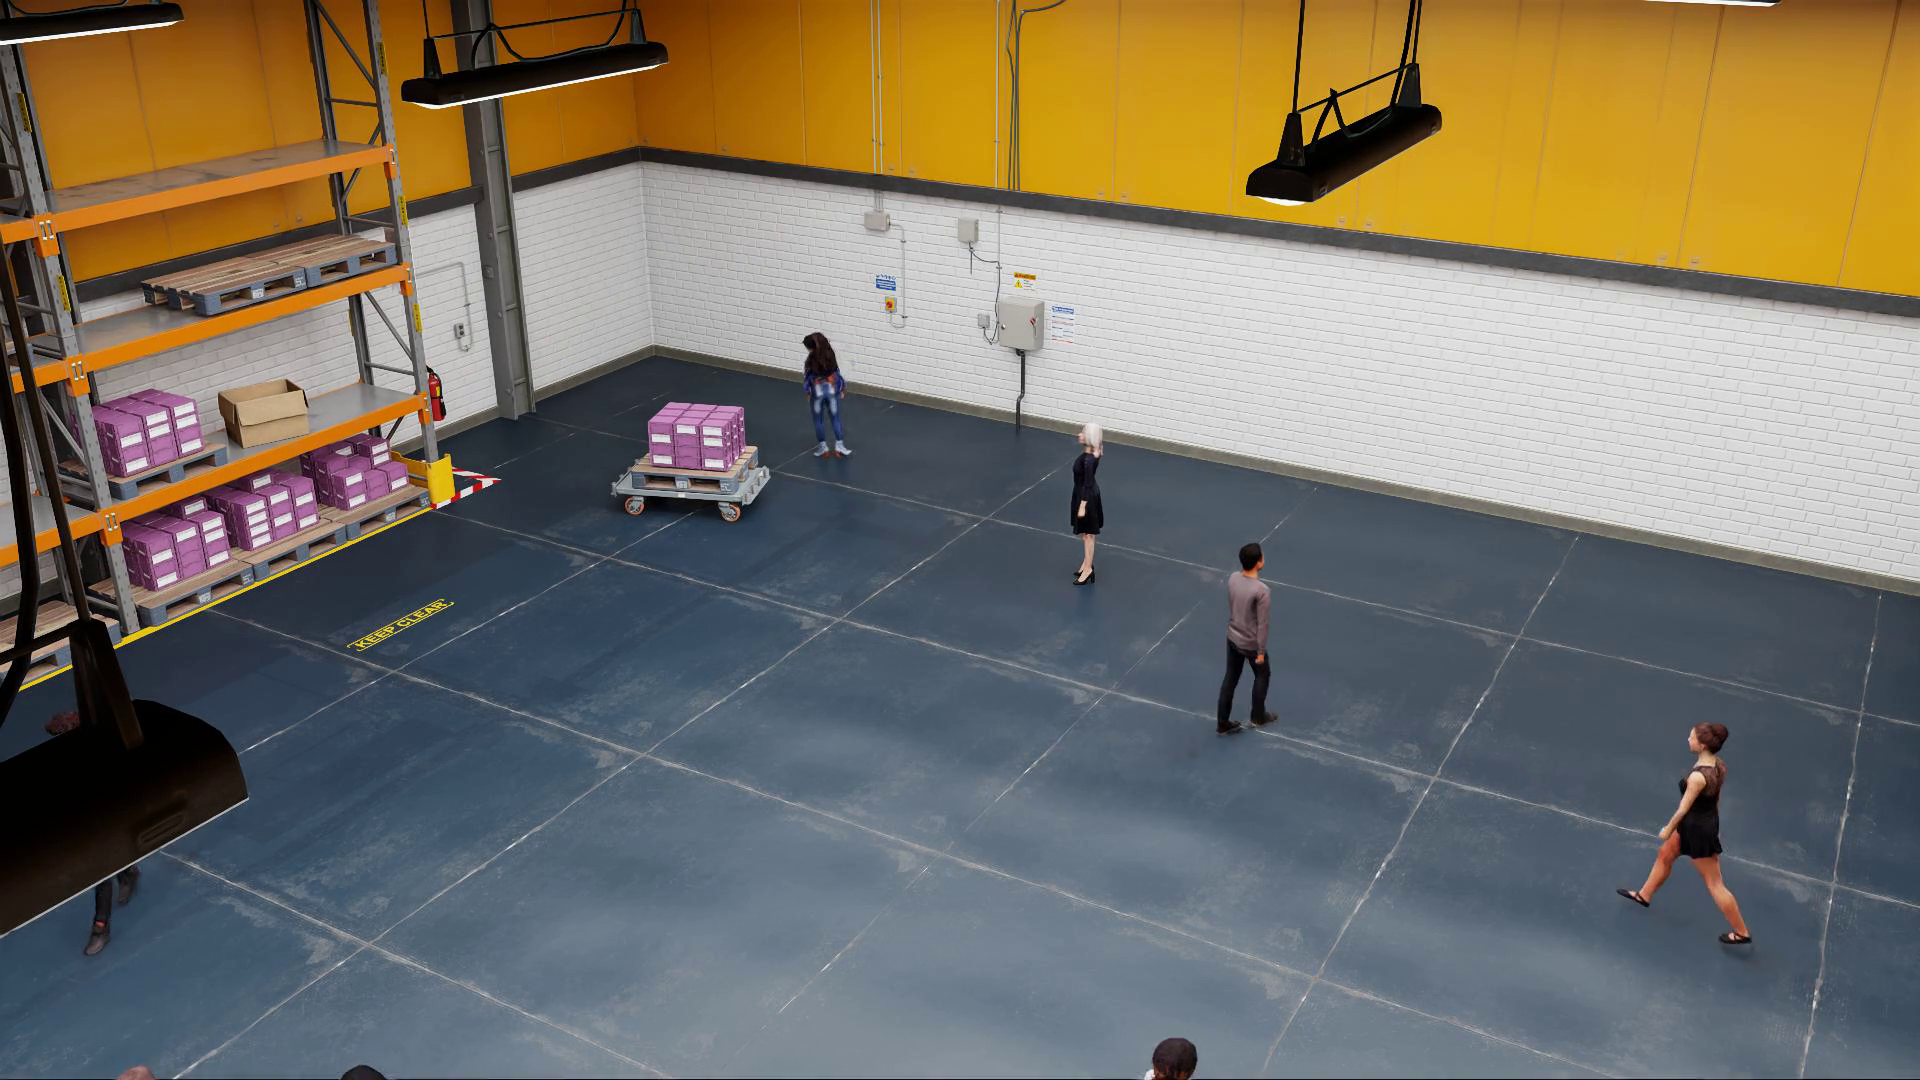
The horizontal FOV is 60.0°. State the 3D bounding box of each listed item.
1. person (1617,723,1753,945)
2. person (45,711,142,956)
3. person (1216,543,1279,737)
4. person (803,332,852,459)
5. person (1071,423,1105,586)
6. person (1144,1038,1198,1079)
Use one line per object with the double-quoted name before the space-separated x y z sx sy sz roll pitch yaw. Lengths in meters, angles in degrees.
"person" 5.219 2.080 11.576 0.793 1.628 1.169 20 30 38
"person" -6.109 1.946 11.722 0.902 1.756 1.204 4 24 8
"person" 2.363 0.880 14.173 0.978 1.748 0.880 -21 31 -39
"person" -1.618 -1.785 20.436 0.755 1.613 0.841 -4 24 -9
"person" 1.298 -0.385 17.067 0.739 1.748 0.627 3 24 6
"person" 1.005 3.324 8.628 0.838 1.711 0.773 -13 27 -27
